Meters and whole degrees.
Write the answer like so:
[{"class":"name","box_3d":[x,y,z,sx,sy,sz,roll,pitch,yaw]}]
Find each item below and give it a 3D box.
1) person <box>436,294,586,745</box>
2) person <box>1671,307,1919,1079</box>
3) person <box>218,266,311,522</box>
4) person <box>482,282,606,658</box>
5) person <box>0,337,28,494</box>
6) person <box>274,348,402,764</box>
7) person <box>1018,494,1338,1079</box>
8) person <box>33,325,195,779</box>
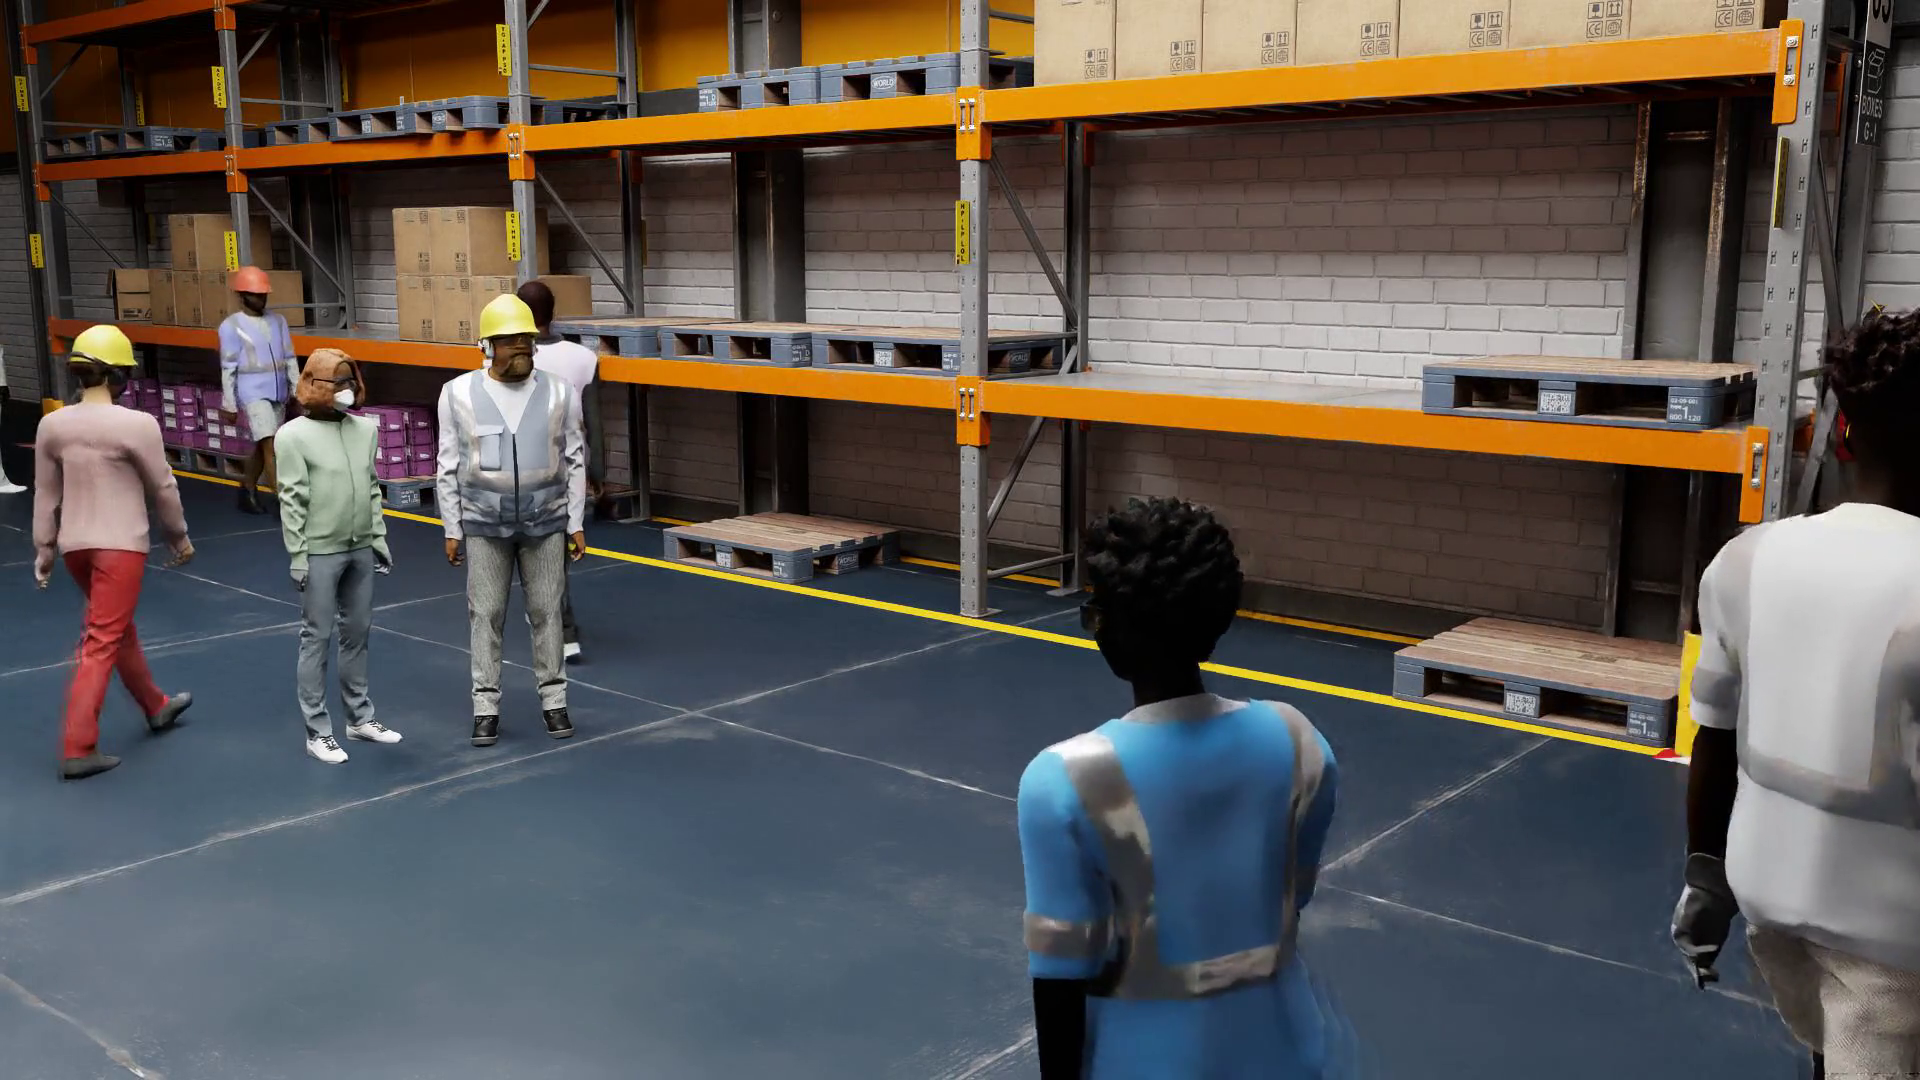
[{"class":"person","box_3d":[-1.826,-0.080,6.815,0.596,1.837,0.404,-3,11,-19]},{"class":"person","box_3d":[1.420,0.589,2.743,0.880,1.935,0.615,-4,11,-19]},{"class":"person","box_3d":[-5.197,-1.082,12.380,0.953,1.899,0.555,5,11,26]},{"class":"person","box_3d":[-2.094,-0.361,8.381,0.600,1.865,1.041,-7,12,-33]},{"class":"person","box_3d":[-8.069,-1.336,13.707,0.585,1.929,0.377,5,11,25]},{"class":"person","box_3d":[-2.475,0.055,6.627,0.279,1.632,0.502,5,11,25]},{"class":"person","box_3d":[0.303,0.779,2.371,0.532,1.686,0.379,-5,11,-25]},{"class":"person","box_3d":[-3.323,0.022,6.569,0.516,1.715,0.875,3,10,16]}]
